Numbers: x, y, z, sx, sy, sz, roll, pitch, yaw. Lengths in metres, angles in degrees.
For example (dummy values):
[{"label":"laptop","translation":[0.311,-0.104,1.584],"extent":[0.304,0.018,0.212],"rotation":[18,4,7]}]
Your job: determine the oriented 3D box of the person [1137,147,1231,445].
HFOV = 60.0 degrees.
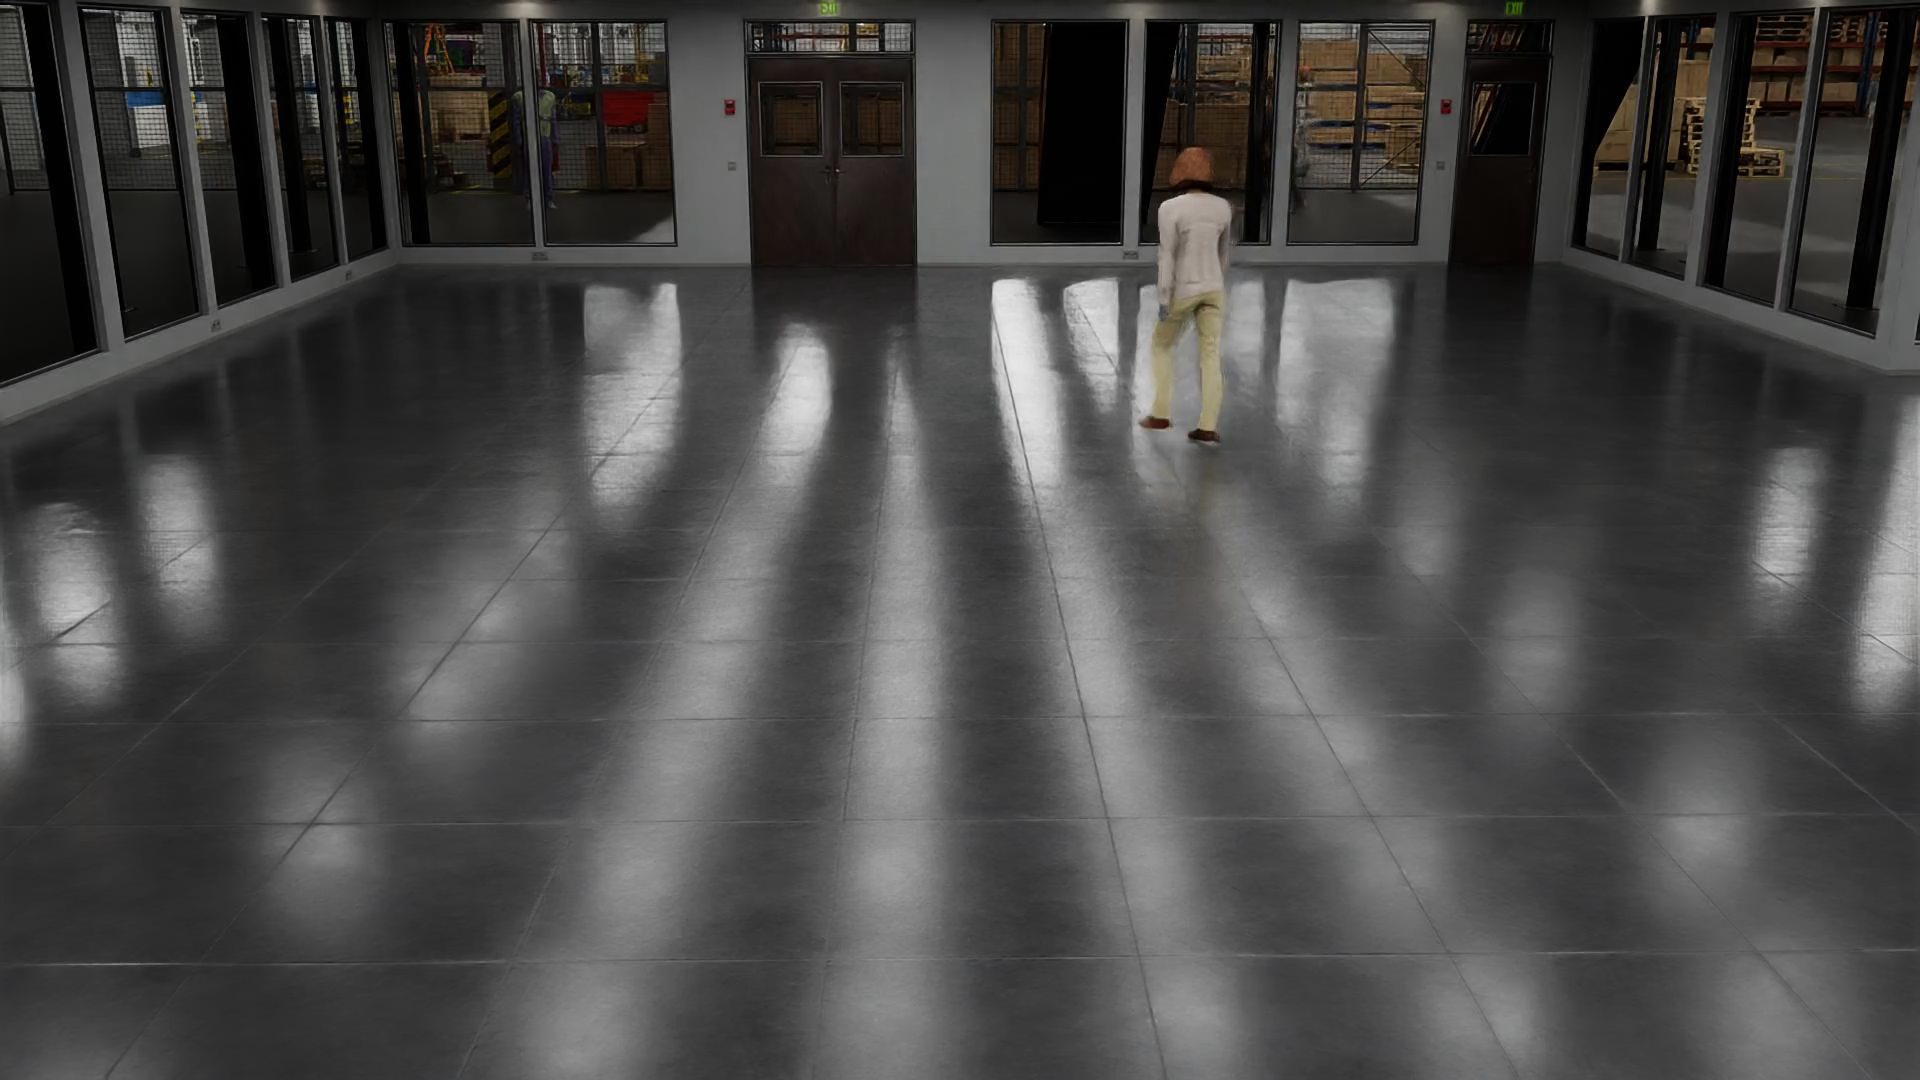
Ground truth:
[{"label":"person","translation":[1.259,-1.353,9.235],"extent":[0.508,1.599,0.664],"rotation":[-8,18,-24]}]
